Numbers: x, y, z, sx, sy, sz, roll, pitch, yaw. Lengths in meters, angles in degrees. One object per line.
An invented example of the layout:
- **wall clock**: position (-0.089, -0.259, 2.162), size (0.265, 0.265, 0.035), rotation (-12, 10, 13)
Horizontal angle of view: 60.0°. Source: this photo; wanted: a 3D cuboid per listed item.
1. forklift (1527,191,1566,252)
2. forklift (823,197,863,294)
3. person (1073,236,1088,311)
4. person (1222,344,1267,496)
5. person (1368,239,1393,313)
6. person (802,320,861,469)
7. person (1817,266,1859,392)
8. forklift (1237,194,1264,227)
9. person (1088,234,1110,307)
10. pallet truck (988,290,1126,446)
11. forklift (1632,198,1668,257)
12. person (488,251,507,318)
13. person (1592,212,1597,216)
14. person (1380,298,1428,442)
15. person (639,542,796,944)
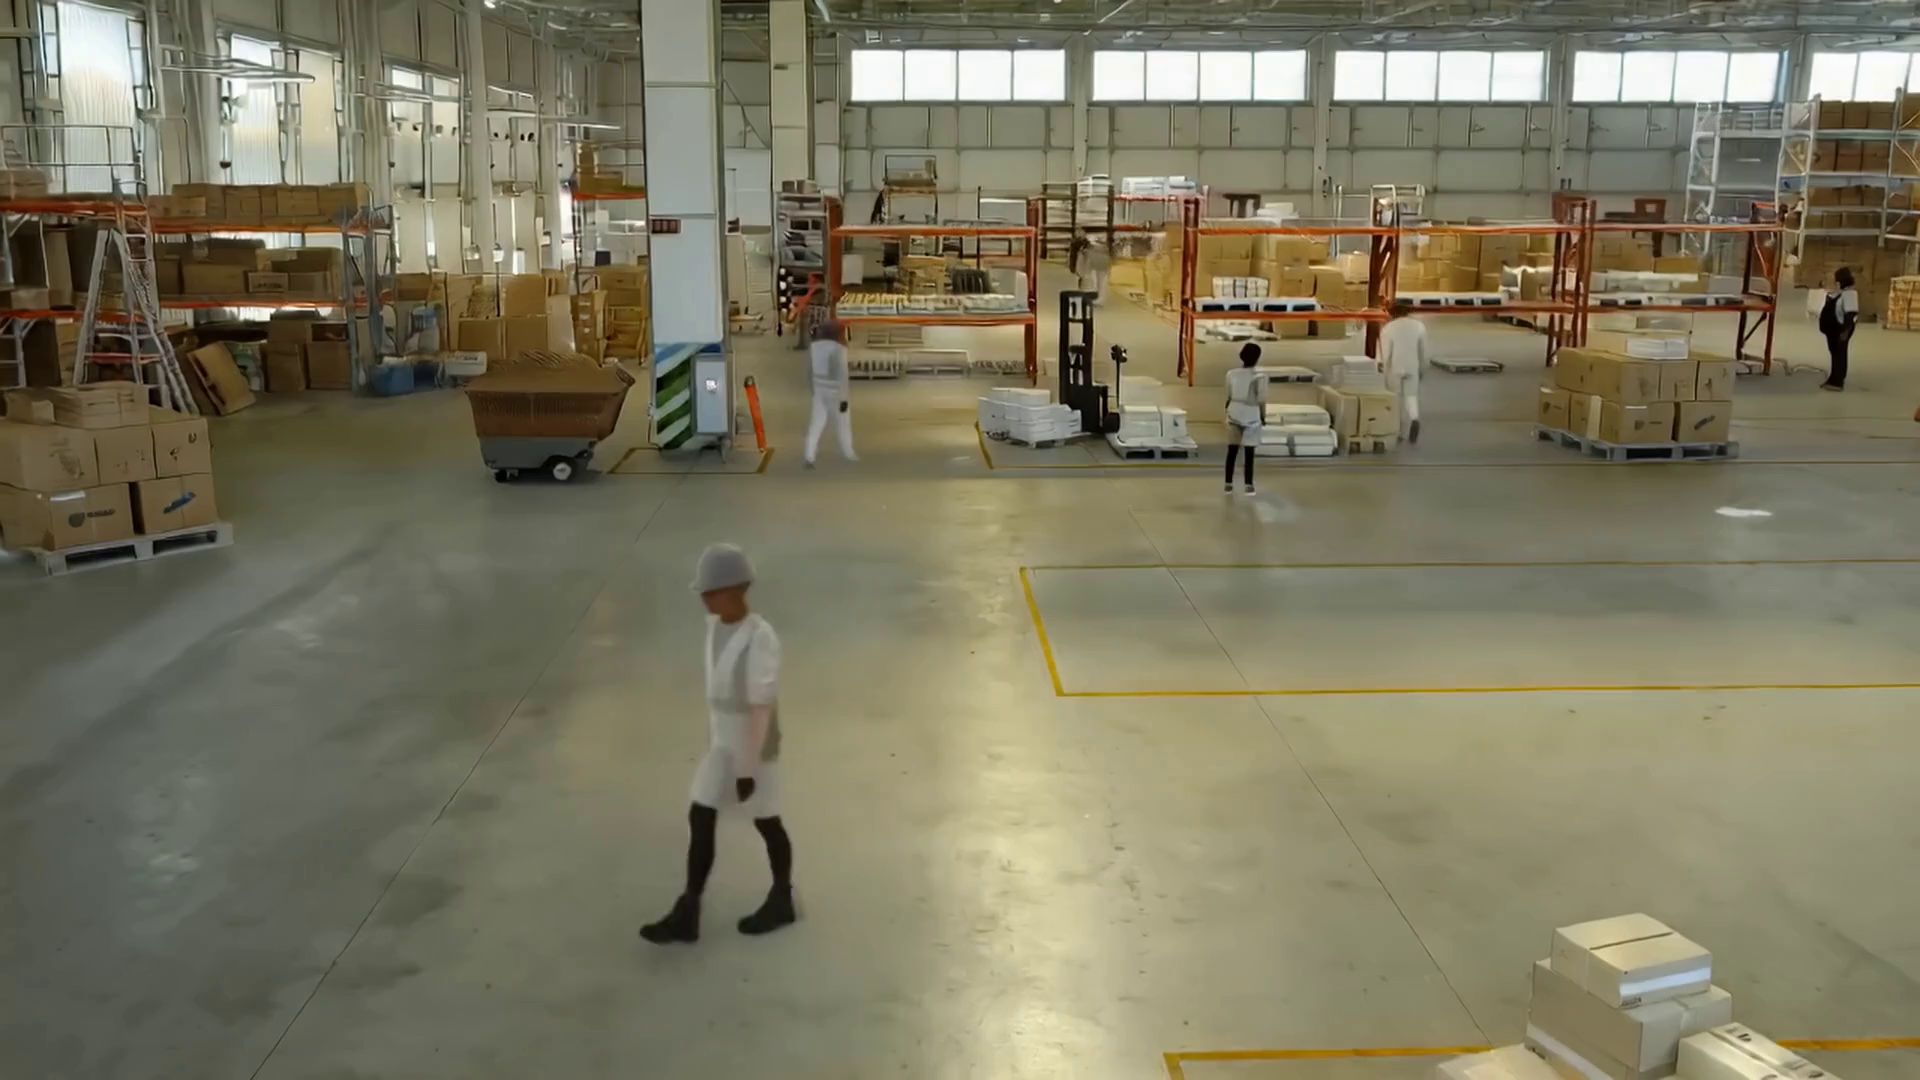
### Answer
- **forklift**: position (22.459, -11.725, 62.661), size (1.873, 2.768, 1.129), rotation (7, 14, 29)
- **forklift**: position (-3.870, -8.636, 48.712), size (1.873, 2.768, 1.129), rotation (-4, 13, -17)
- **person**: position (3.103, -6.871, 42.923), size (0.384, 1.923, 0.590), rotation (0, 12, 0)
- **person**: position (3.161, -1.332, 18.459), size (0.535, 1.687, 0.321), rotation (10, 16, 38)
- **person**: position (10.473, -6.501, 41.300), size (0.655, 1.894, 0.991), rotation (0, 12, 2)
- **person**: position (-1.593, -1.754, 20.115), size (0.639, 1.801, 0.944), rotation (8, 15, 33)
- **person**: position (14.318, -3.440, 27.163), size (0.538, 2.000, 0.684), rotation (4, 13, 16)
- **forklift**: position (9.737, -10.261, 56.049), size (1.129, 2.768, 1.873), rotation (-8, 15, -33)
- **person**: position (3.674, -7.115, 44.041), size (0.637, 1.924, 0.443), rotation (-4, 13, -16)
- **pallet truck**: position (1.257, -2.299, 22.111), size (1.885, 1.965, 0.823), rotation (-9, 15, -35)
- **forklift**: position (18.962, -8.007, 45.874), size (1.129, 2.768, 1.873), rotation (-7, 14, -28)
- **person**: position (-11.390, -6.263, 40.855), size (0.520, 1.633, 0.314), rotation (12, 17, 42)
- **person**: position (26.087, -12.577, 68.650), size (0.548, 1.936, 0.378), rotation (5, 14, 23)
- **person**: position (5.860, -2.218, 21.952), size (0.675, 1.909, 0.617), rotation (0, 12, -2)
- **person**: position (-1.115, 0.960, 7.595), size (0.865, 1.904, 0.579), rotation (-10, 16, -38)
